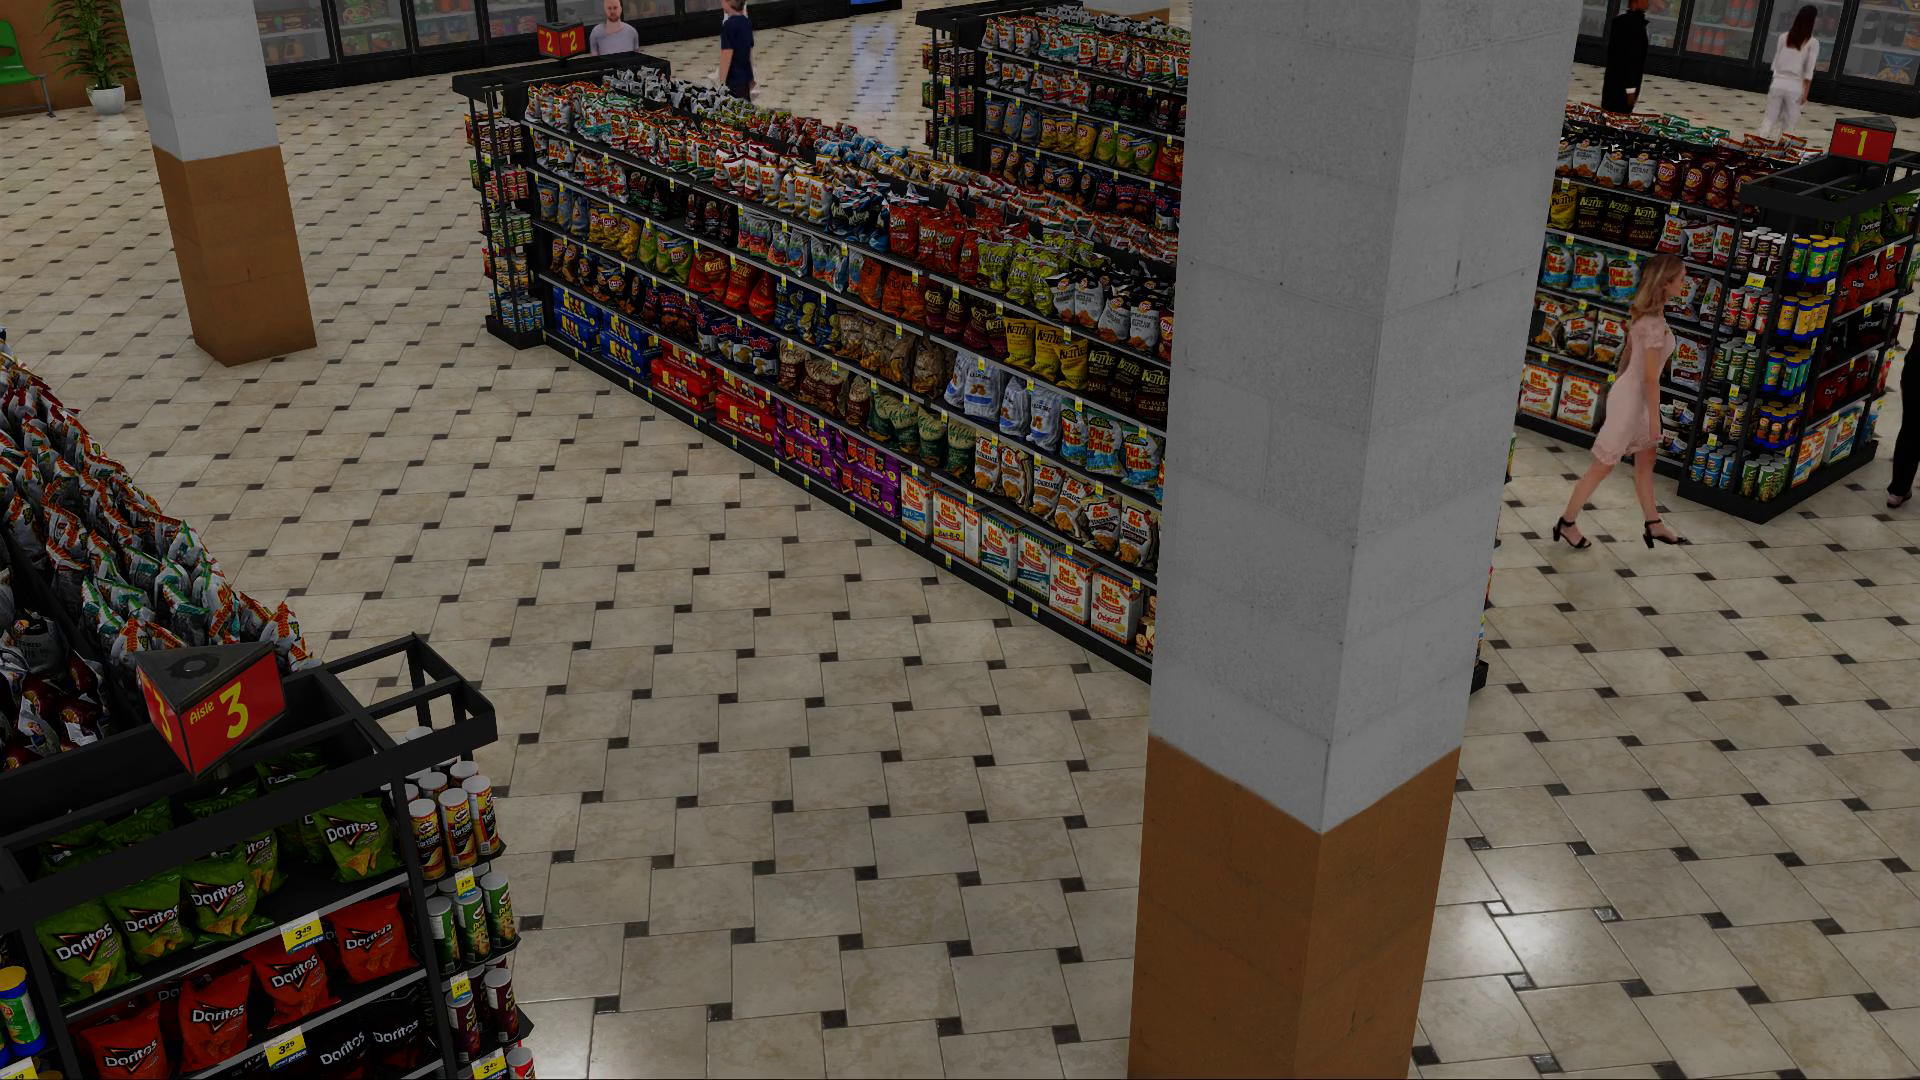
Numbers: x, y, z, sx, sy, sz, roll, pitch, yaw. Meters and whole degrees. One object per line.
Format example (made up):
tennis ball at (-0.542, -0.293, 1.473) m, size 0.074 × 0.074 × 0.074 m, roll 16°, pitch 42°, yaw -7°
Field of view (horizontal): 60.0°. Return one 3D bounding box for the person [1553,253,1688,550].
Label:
person at (3.685, -0.743, 9.415) m, size 1.072 × 1.801 × 0.928 m, roll 8°, pitch 28°, yaw 15°

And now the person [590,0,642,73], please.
person at (-3.485, -4.621, 17.023) m, size 0.745 × 1.837 × 0.719 m, roll -9°, pitch 28°, yaw -17°

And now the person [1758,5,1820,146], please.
person at (8.629, -4.717, 17.390) m, size 0.712 × 1.676 × 0.876 m, roll -24°, pitch 35°, yaw -39°

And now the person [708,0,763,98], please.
person at (-2.833, -6.338, 20.482) m, size 0.850 × 1.771 × 0.901 m, roll -11°, pitch 29°, yaw -21°

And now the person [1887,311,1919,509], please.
person at (5.855, -0.924, 10.004) m, size 0.697 × 1.591 × 0.655 m, roll -22°, pitch 34°, yaw -36°

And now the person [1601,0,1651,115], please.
person at (6.807, -4.711, 17.128) m, size 0.861 × 1.903 × 0.764 m, roll -2°, pitch 27°, yaw -4°
